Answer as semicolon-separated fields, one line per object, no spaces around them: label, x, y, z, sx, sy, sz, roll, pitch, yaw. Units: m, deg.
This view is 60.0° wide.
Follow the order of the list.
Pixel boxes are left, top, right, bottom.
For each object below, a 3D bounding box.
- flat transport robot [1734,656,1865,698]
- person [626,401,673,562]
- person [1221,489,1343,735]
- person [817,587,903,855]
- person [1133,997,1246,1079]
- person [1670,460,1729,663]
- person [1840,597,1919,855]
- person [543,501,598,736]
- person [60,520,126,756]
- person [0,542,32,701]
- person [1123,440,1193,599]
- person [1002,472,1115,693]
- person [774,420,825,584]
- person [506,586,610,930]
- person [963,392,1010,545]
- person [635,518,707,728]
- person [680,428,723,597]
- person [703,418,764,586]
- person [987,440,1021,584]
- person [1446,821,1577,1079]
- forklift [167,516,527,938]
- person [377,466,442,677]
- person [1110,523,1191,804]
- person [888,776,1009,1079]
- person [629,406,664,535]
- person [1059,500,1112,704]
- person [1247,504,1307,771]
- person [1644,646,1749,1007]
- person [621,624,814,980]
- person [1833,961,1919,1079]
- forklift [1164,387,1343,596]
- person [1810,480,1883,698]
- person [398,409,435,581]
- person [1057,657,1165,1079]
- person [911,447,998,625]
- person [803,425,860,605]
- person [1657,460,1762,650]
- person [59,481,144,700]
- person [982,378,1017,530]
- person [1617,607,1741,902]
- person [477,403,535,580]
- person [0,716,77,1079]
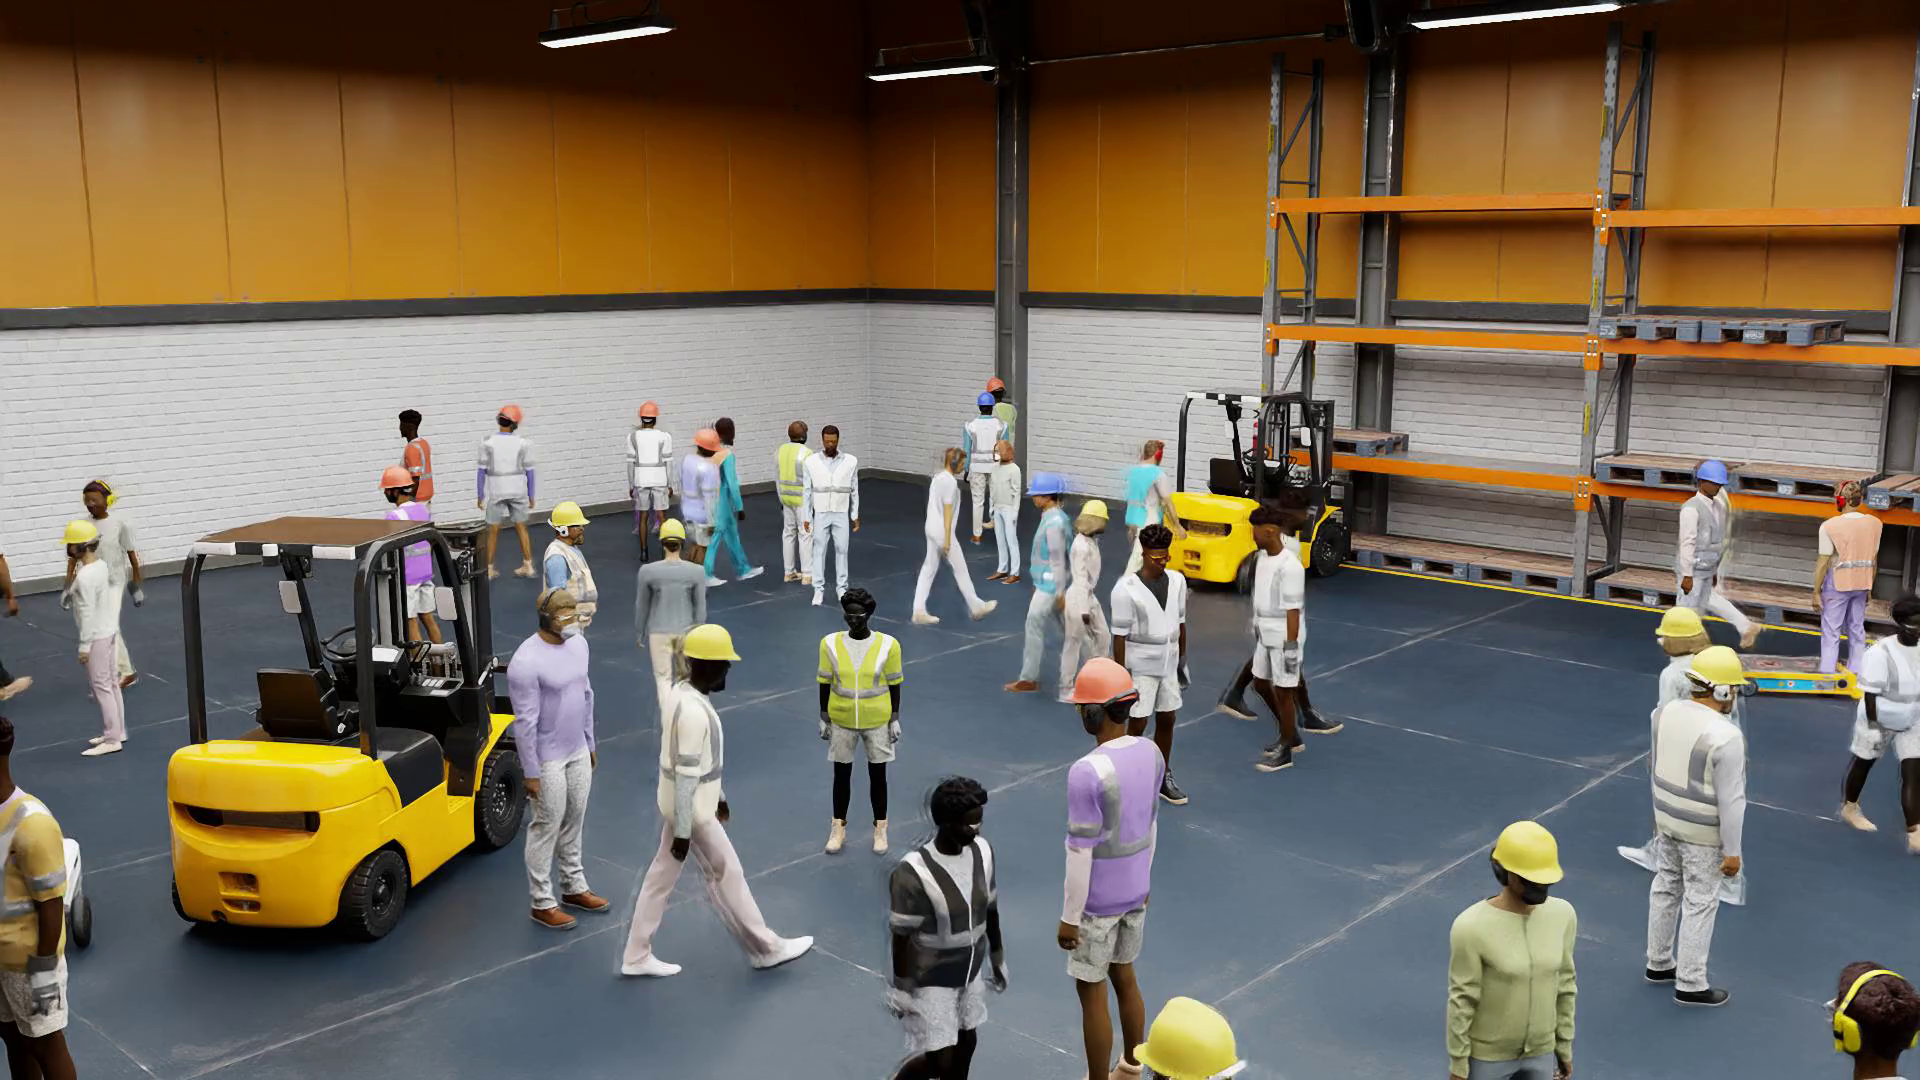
flat transport robot;6.982;1.150;14.231;1.431;0.197;0.652;1;10;8
person;-3.716;-0.695;19.994;0.546;1.939;0.375;-1;10;-3
person;2.508;0.538;13.064;1.010;1.919;0.609;4;11;24
person;-0.623;1.122;10.335;0.539;1.695;0.318;1;10;4
person;0.622;2.096;4.453;0.427;1.812;0.597;9;13;40
person;6.456;0.263;14.521;0.605;1.944;0.403;-10;14;-44
person;5.860;1.136;10.424;0.541;1.624;0.905;-1;10;-6
person;-3.003;0.611;12.858;0.403;1.834;0.588;-1;10;-6
person;-6.476;0.721;12.428;0.318;1.766;0.530;-3;10;-15
person;-7.935;0.391;13.519;0.695;2.000;0.978;4;11;21
person;2.010;-0.143;17.301;1.000;1.771;0.588;-4;11;-19
person;0.859;0.363;14.051;0.909;1.918;0.588;1;10;8
person;-1.794;-0.423;18.714;0.632;1.846;0.429;8;13;40
person;-2.238;1.201;9.245;0.388;1.929;0.633;4;11;22
person;0.333;-0.905;21.175;0.605;1.943;0.402;0;10;-2
person;-2.184;0.706;12.623;0.534;1.737;0.849;-2;10;-14
person;-2.741;-0.275;17.785;0.628;1.875;0.457;9;13;42
person;-2.543;-0.430;18.617;0.914;1.882;0.628;-5;11;-28
person;0.506;-0.325;18.784;0.278;1.628;0.505;-7;12;-35
person;1.995;1.852;6.010;0.515;1.759;0.335;-3;10;-17
forklift;-3.583;0.976;9.748;1.214;2.155;2.313;2;10;11
person;-4.748;0.318;14.300;0.433;1.924;0.557;3;10;16
person;1.288;0.844;11.191;0.621;1.952;0.384;-6;12;-32
person;-0.087;1.753;6.794;0.437;1.673;0.551;9;14;43
person;-4.127;-0.926;21.898;0.589;1.723;0.659;3;10;16
person;1.082;0.525;13.682;0.607;1.701;0.512;3;10;16
person;2.362;0.703;12.042;0.555;1.944;0.648;-3;10;-17
person;3.677;1.420;8.294;0.403;1.821;0.601;-3;10;-14
person;-1.306;1.349;8.567;1.000;1.860;0.590;-3;10;-17
person;2.436;2.058;4.549;0.506;1.864;0.331;-2;10;-9
forklift;3.298;-0.608;18.767;1.214;2.155;2.313;9;13;42
person;7.409;0.424;13.924;0.559;1.836;0.394;-2;10;-11
person;-6.147;-0.500;18.801;0.366;1.967;0.602;-1;10;-6
person;0.621;1.509;7.195;0.403;2.030;0.612;8;13;37
person;-0.075;-0.034;16.704;0.968;1.770;0.584;-5;11;-25
person;-1.366;-0.268;17.623;0.600;1.916;0.377;-2;10;-10
person;7.041;0.155;15.518;0.802;1.818;0.629;4;11;21
person;-7.216;0.428;13.917;0.519;1.822;0.911;1;10;6
person;0.495;-1.154;22.319;0.394;2.040;0.608;9;13;42
person;4.260;1.224;9.744;0.506;1.688;0.839;-7;12;-35
person;-5.166;-0.542;18.914;0.647;2.022;0.432;-3;10;-15
person;-3.800;1.633;6.671;0.601;1.961;0.372;7;12;36
